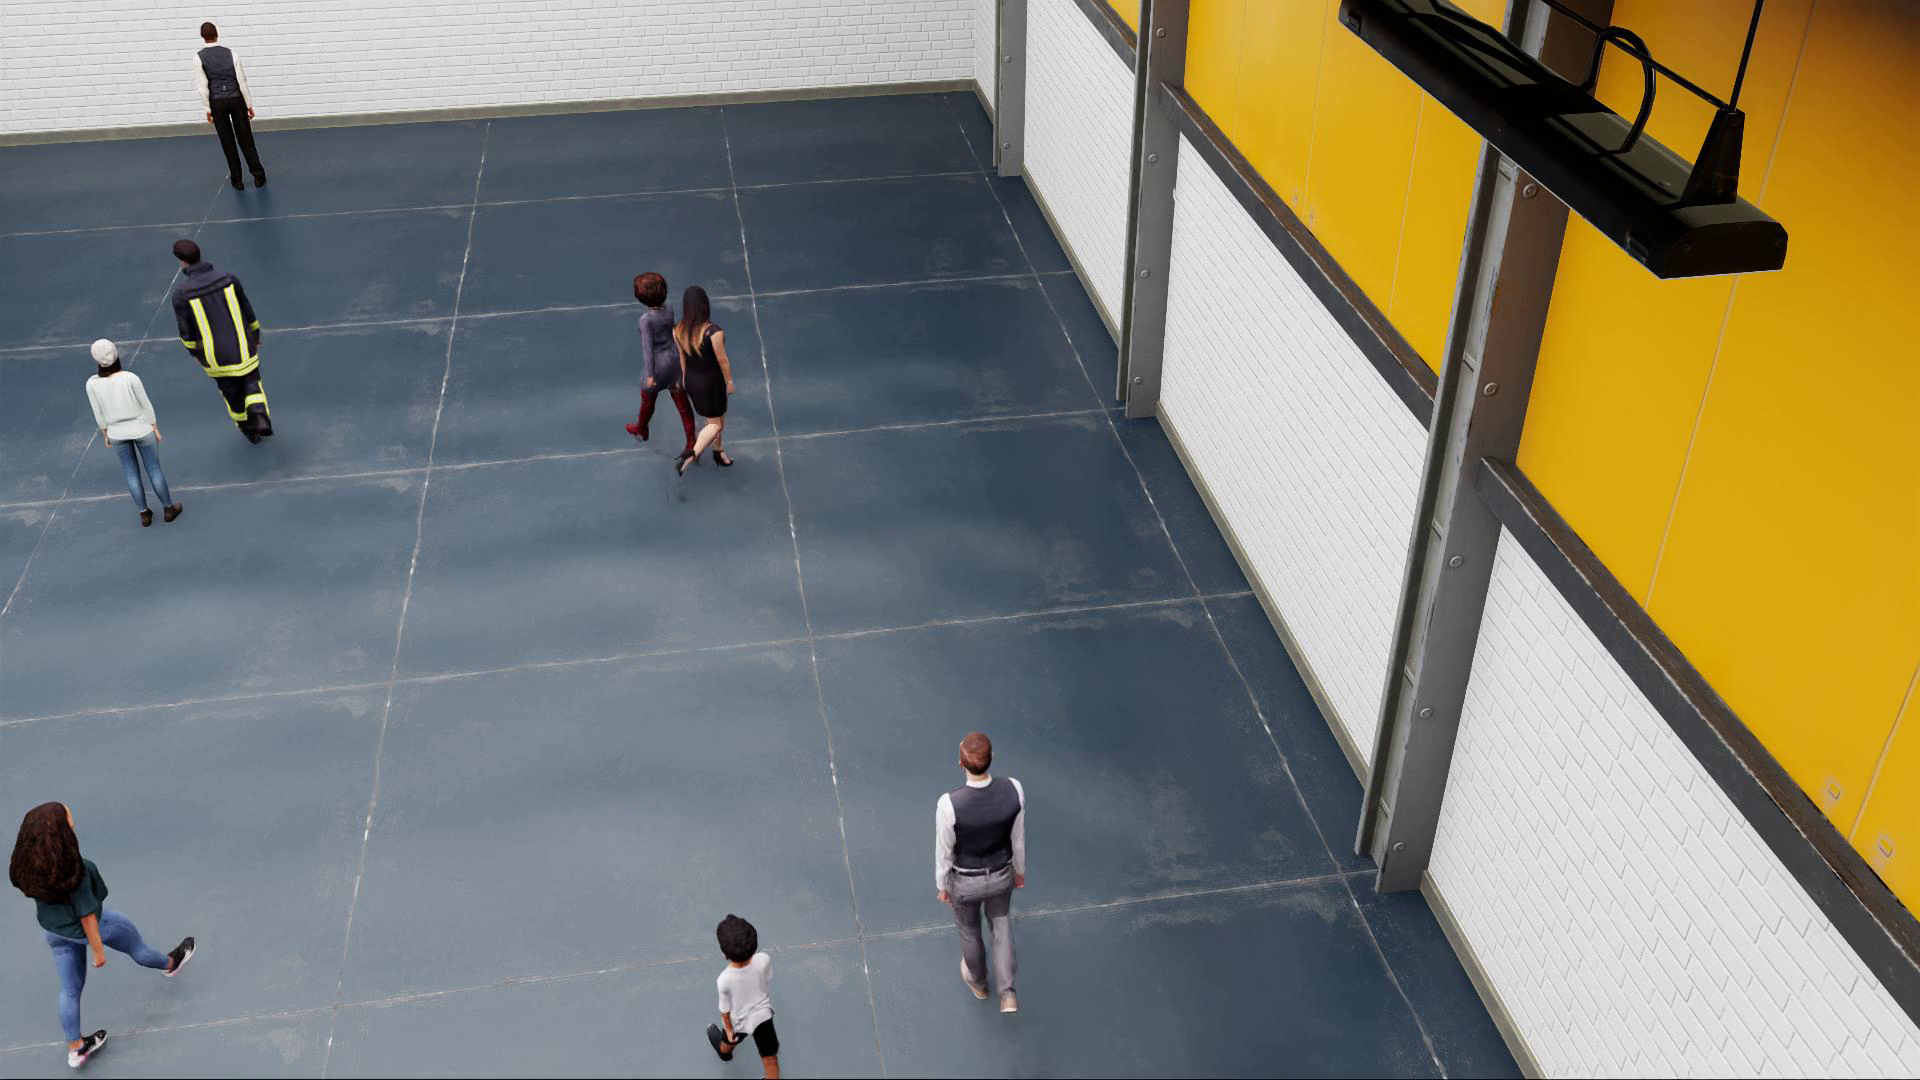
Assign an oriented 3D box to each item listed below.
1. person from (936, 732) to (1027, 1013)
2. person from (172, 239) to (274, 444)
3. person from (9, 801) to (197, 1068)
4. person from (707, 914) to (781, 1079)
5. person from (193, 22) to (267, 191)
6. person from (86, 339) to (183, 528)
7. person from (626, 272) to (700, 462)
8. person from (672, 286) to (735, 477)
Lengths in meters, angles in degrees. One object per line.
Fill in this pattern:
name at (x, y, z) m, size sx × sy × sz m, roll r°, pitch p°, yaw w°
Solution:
person at (0.149, 1.851, 8.909) m, size 0.708 × 1.922 × 0.904 m, roll -9°, pitch 35°, yaw -13°
person at (-6.240, -1.635, 14.173) m, size 0.963 × 1.901 × 0.997 m, roll -20°, pitch 38°, yaw -27°
person at (-4.742, 2.119, 8.824) m, size 0.940 × 1.569 × 1.191 m, roll 10°, pitch 35°, yaw 15°
person at (-1.062, 2.470, 8.608) m, size 0.681 × 1.225 × 0.901 m, roll -19°, pitch 38°, yaw -26°
person at (-8.486, -5.026, 19.261) m, size 0.755 × 1.917 × 0.682 m, roll -15°, pitch 36°, yaw -21°
person at (-6.606, -0.866, 13.247) m, size 0.585 × 1.645 × 0.526 m, roll -9°, pitch 35°, yaw -13°
person at (-2.438, -1.417, 14.049) m, size 1.106 × 1.676 × 1.037 m, roll 22°, pitch 39°, yaw 29°
person at (-2.140, -1.236, 13.767) m, size 0.987 × 1.685 × 1.050 m, roll 21°, pitch 39°, yaw 29°
